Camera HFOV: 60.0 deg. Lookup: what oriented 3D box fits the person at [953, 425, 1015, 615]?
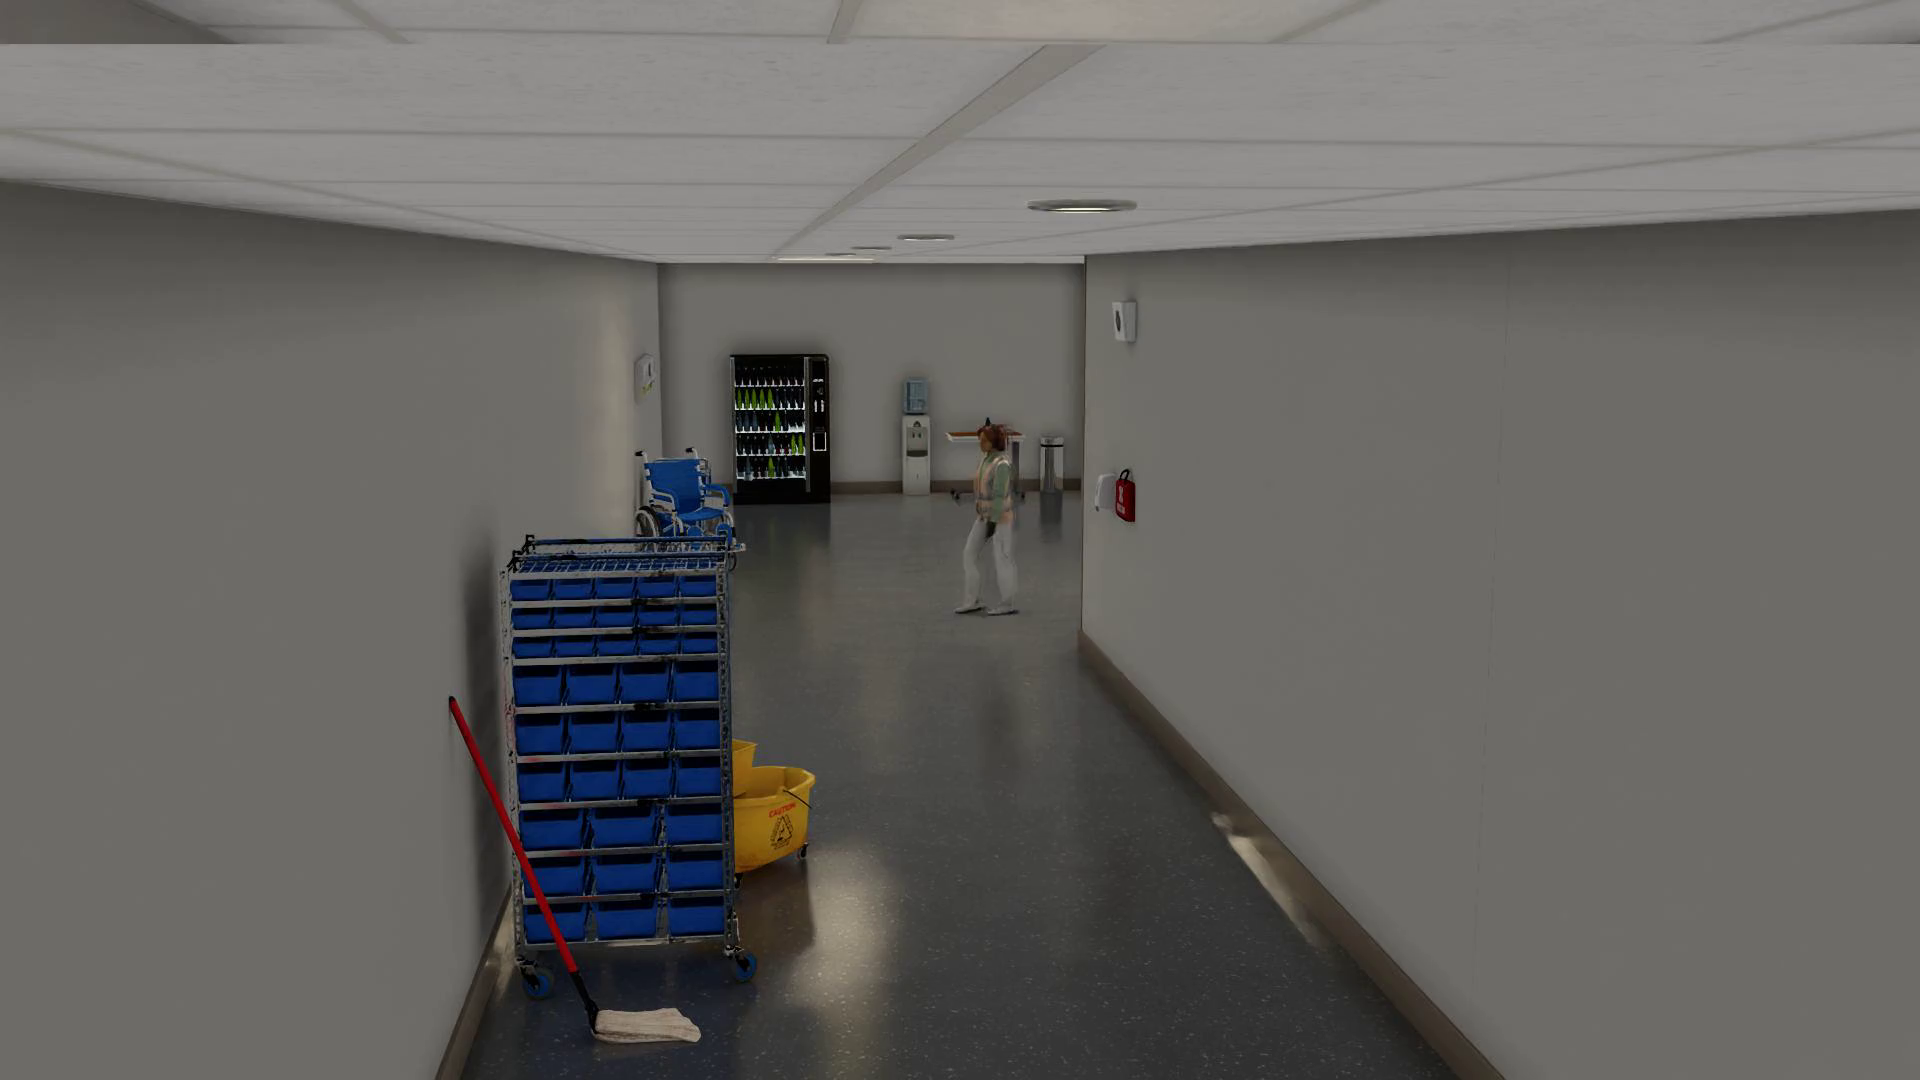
[{"bbox_3d":[0.203,-0.147,13.943,0.632,1.615,0.521,-5,10,-28],"label":"person"}]
